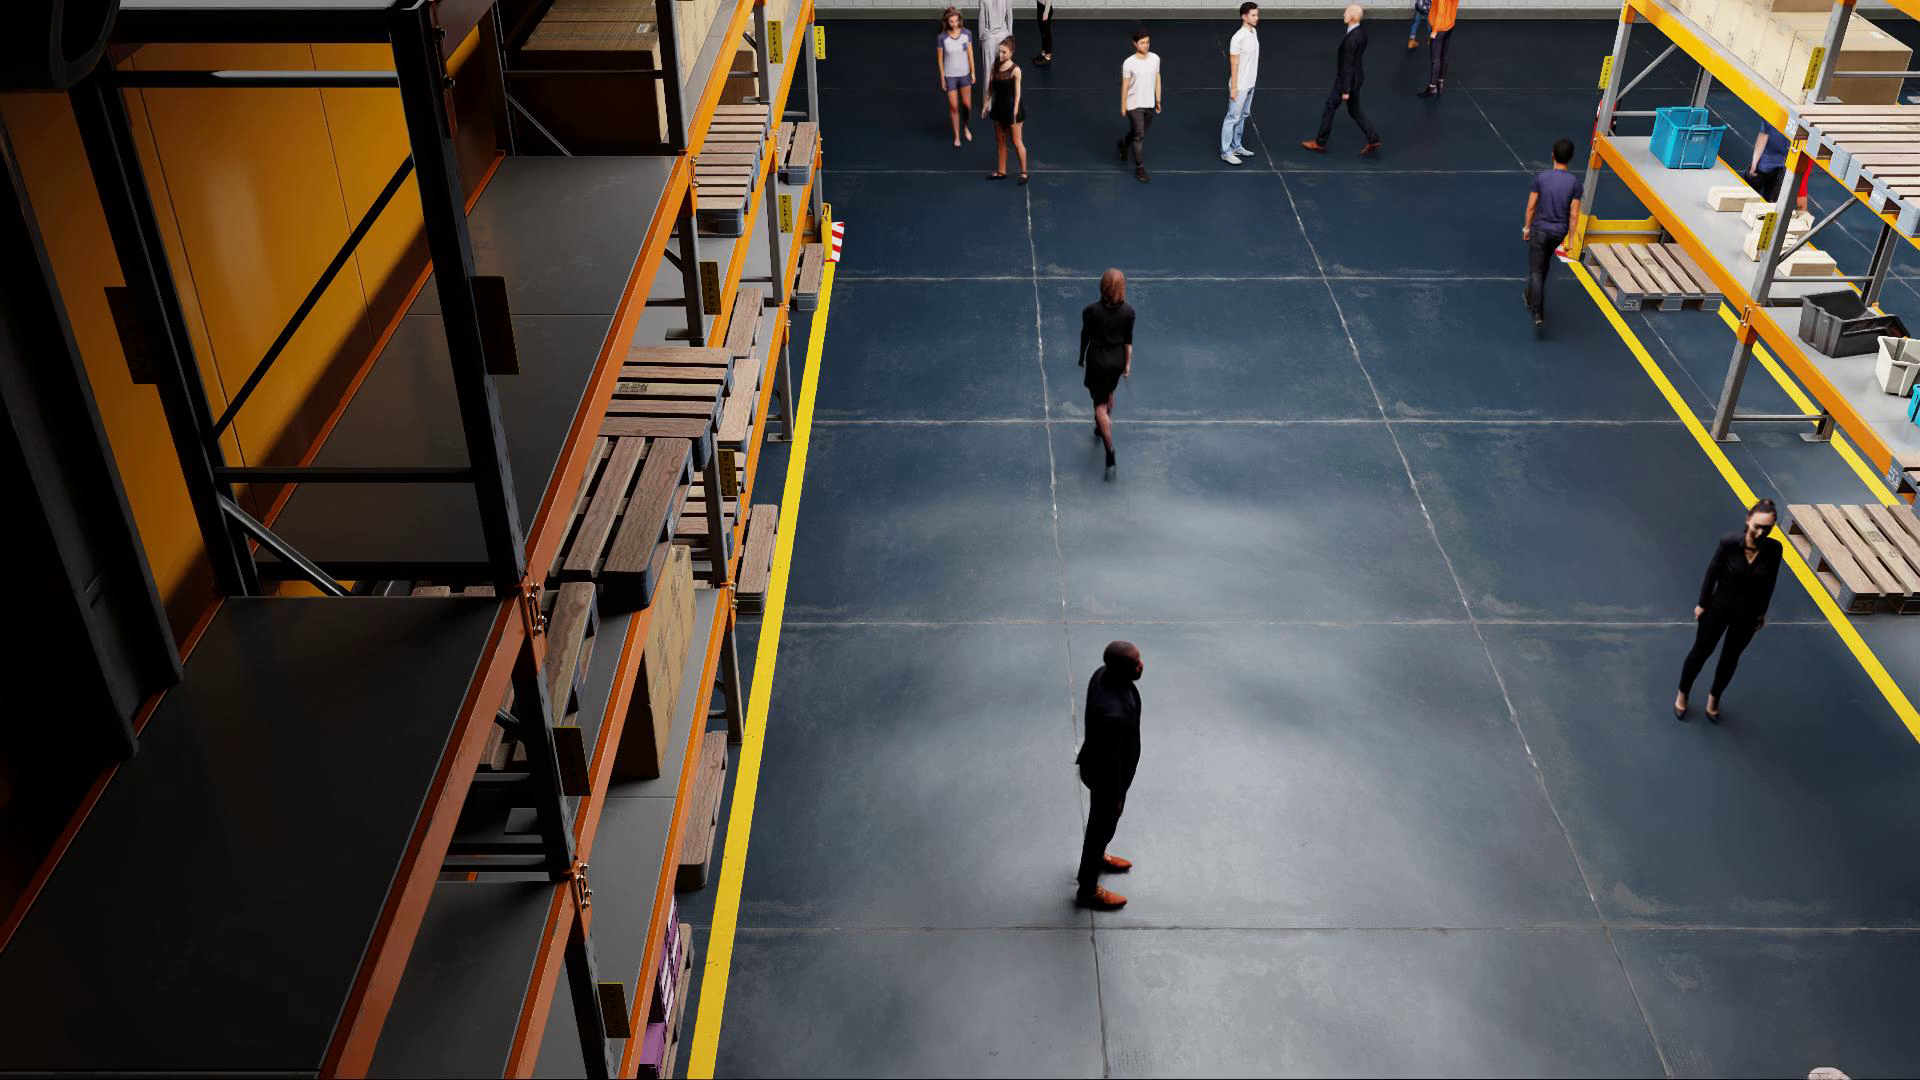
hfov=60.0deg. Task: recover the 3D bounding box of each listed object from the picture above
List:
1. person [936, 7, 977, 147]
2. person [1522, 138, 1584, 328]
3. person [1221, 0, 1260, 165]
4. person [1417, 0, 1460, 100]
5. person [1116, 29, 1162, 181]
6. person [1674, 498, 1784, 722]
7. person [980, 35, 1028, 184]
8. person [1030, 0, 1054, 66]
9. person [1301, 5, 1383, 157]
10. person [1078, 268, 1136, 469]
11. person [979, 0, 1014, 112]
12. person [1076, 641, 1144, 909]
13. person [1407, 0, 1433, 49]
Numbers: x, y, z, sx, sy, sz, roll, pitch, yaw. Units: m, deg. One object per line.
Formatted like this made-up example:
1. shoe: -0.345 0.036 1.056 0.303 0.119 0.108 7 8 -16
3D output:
1. person: -0.057 -5.601 20.023 0.674 1.702 0.655 -6 34 -9
2. person: 5.622 -2.875 15.892 0.726 1.737 1.170 5 34 8
3. person: 3.318 -5.391 19.562 0.811 1.864 0.697 21 39 28
4. person: 6.240 -6.609 21.500 0.774 1.747 0.697 25 41 32
5. person: 2.055 -5.077 19.248 0.936 1.688 1.164 -16 37 -22
6. person: 5.037 0.478 10.870 0.621 1.711 0.551 7 34 11
7. person: 0.549 -4.929 19.031 0.865 1.682 0.811 -21 39 -29
8. person: 1.165 -7.252 22.703 0.636 1.485 0.493 -7 34 -10
9. person: 4.671 -5.393 19.639 1.166 1.781 1.251 19 38 26
10. person: 1.211 -1.384 13.708 0.730 1.671 1.088 -7 34 -10
11. person: 0.449 -6.317 21.035 0.594 1.774 0.550 -2 34 -3
12. person: 0.841 1.314 9.516 0.787 1.817 0.585 5 34 8
13. person: 6.472 -7.494 23.306 0.861 1.221 0.842 -24 40 -31
